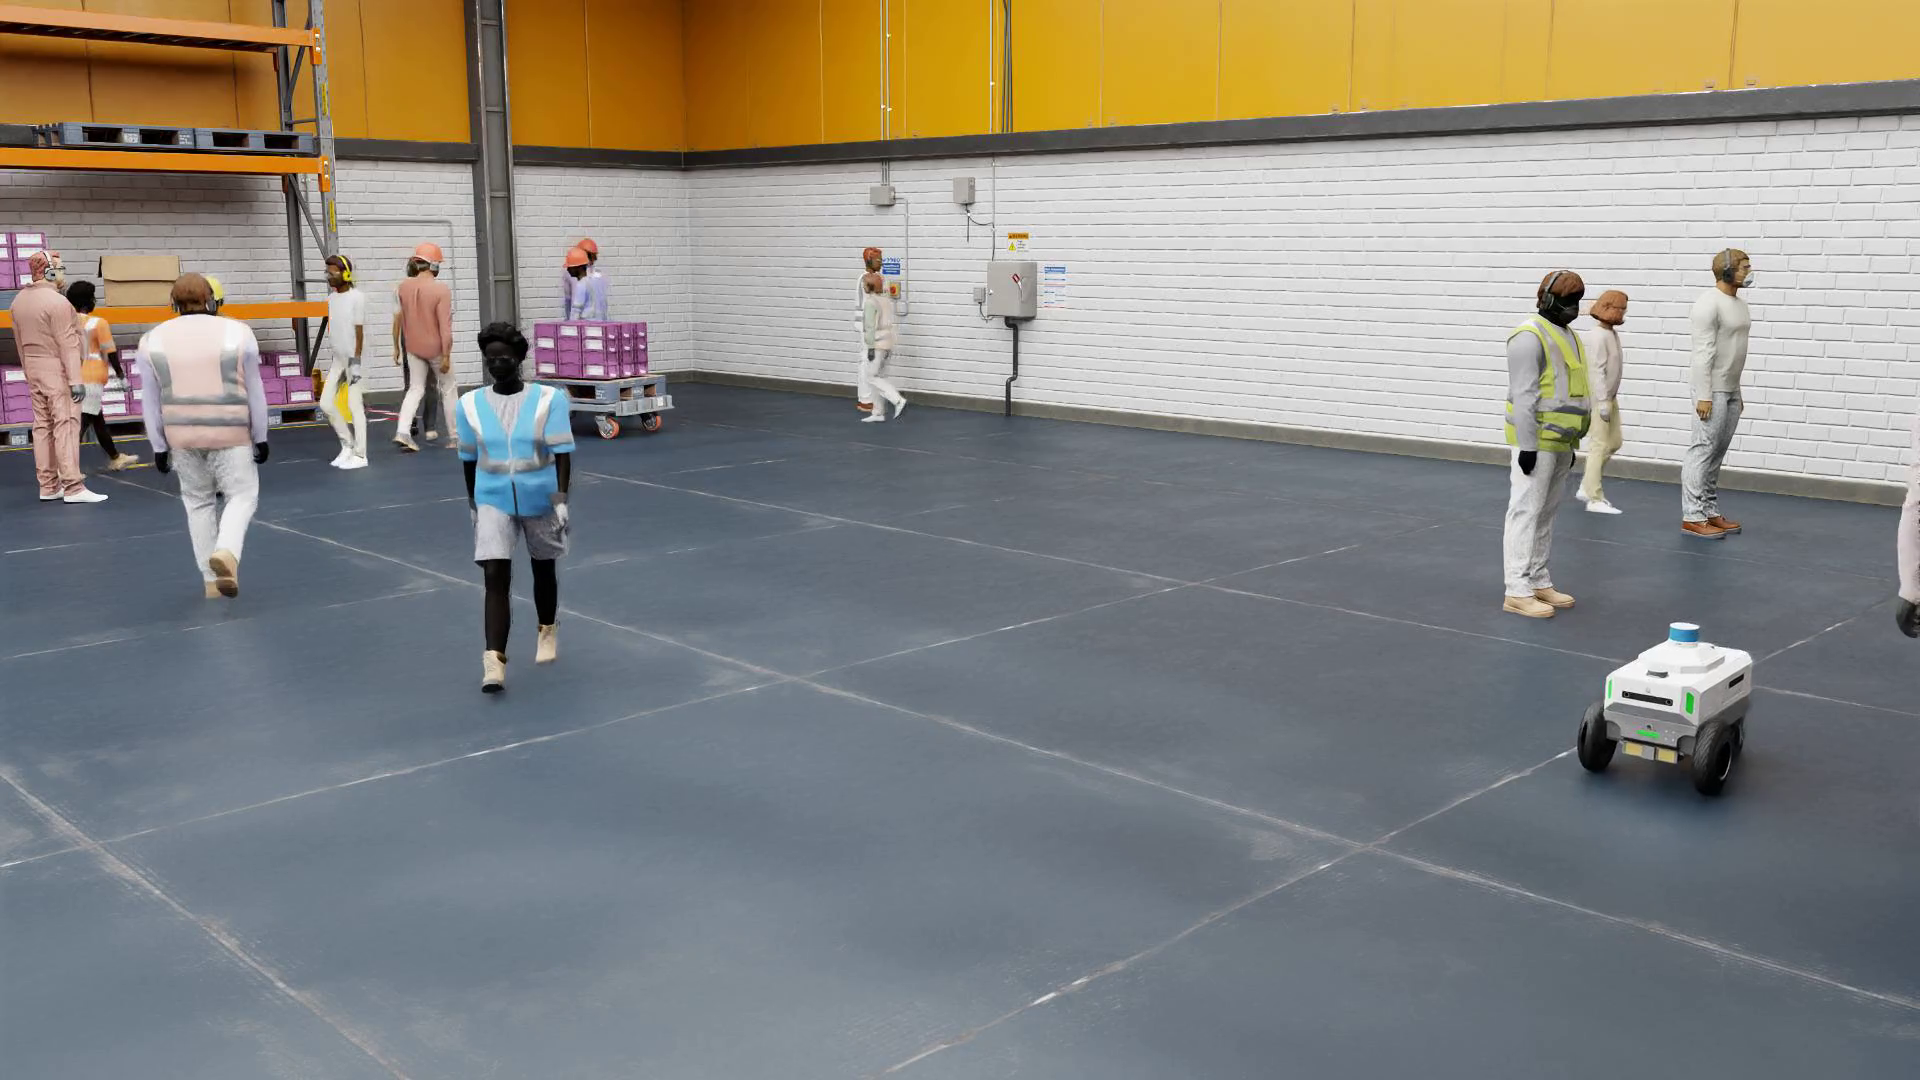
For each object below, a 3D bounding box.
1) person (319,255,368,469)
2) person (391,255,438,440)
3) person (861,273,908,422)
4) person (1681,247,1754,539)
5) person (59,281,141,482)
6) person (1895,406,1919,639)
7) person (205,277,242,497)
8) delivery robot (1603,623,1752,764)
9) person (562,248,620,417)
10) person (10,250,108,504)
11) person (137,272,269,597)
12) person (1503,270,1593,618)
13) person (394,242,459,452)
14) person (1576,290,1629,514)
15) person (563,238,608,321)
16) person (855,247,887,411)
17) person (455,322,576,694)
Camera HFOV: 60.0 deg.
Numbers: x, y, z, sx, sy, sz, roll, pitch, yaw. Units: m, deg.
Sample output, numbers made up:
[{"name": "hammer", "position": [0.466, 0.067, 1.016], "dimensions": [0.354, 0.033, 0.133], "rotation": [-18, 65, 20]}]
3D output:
[{"name": "person", "position": [-5.320, -1.526, 14.392], "dimensions": [0.526, 1.853, 0.414], "rotation": [6, 12, 30]}, {"name": "person", "position": [-5.328, -1.890, 16.402], "dimensions": [0.530, 1.835, 0.479], "rotation": [-2, 11, -9]}, {"name": "person", "position": [-0.819, -2.056, 17.885], "dimensions": [0.495, 1.625, 0.523], "rotation": [3, 11, 15]}, {"name": "person", "position": [5.114, -0.988, 11.211], "dimensions": [0.370, 1.940, 0.630], "rotation": [10, 14, 43]}, {"name": "person", "position": [-7.242, -1.327, 13.854], "dimensions": [0.543, 1.643, 0.912], "rotation": [4, 11, 23]}, {"name": "person", "position": [3.274, 0.170, 5.130], "dimensions": [0.659, 1.853, 0.963], "rotation": [5, 11, 23]}, {"name": "person", "position": [-5.863, -1.205, 13.036], "dimensions": [0.553, 1.708, 0.940], "rotation": [-6, 12, -29]}, {"name": "delivery robot", "position": [2.727, 0.558, 6.302], "dimensions": [0.477, 0.478, 0.707], "rotation": [9, 14, 41]}, {"name": "person", "position": [-4.102, -2.286, 18.473], "dimensions": [0.944, 1.891, 0.539], "rotation": [-1, 10, -5]}, {"name": "person", "position": [-6.827, -1.225, 12.586], "dimensions": [0.639, 1.910, 0.407], "rotation": [6, 12, 30]}, {"name": "person", "position": [-4.143, -0.554, 9.140], "dimensions": [0.629, 1.825, 0.621], "rotation": [-2, 11, -11]}, {"name": "person", "position": [3.153, -0.517, 8.925], "dimensions": [0.430, 1.839, 0.619], "rotation": [9, 14, 40]}, {"name": "person", "position": [-5.011, -1.801, 15.604], "dimensions": [0.615, 1.960, 0.908], "rotation": [4, 11, 19]}, {"name": "person", "position": [4.726, -1.006, 12.159], "dimensions": [0.327, 1.633, 0.508], "rotation": [8, 13, 36]}, {"name": "person", "position": [-4.632, -2.739, 20.655], "dimensions": [0.619, 1.986, 1.080], "rotation": [2, 11, 10]}, {"name": "person", "position": [-1.039, -2.428, 19.218], "dimensions": [0.352, 1.881, 0.576], "rotation": [-1, 10, -8]}, {"name": "person", "position": [-2.001, -0.163, 7.534], "dimensions": [0.533, 1.637, 0.915], "rotation": [-1, 10, -7]}]
